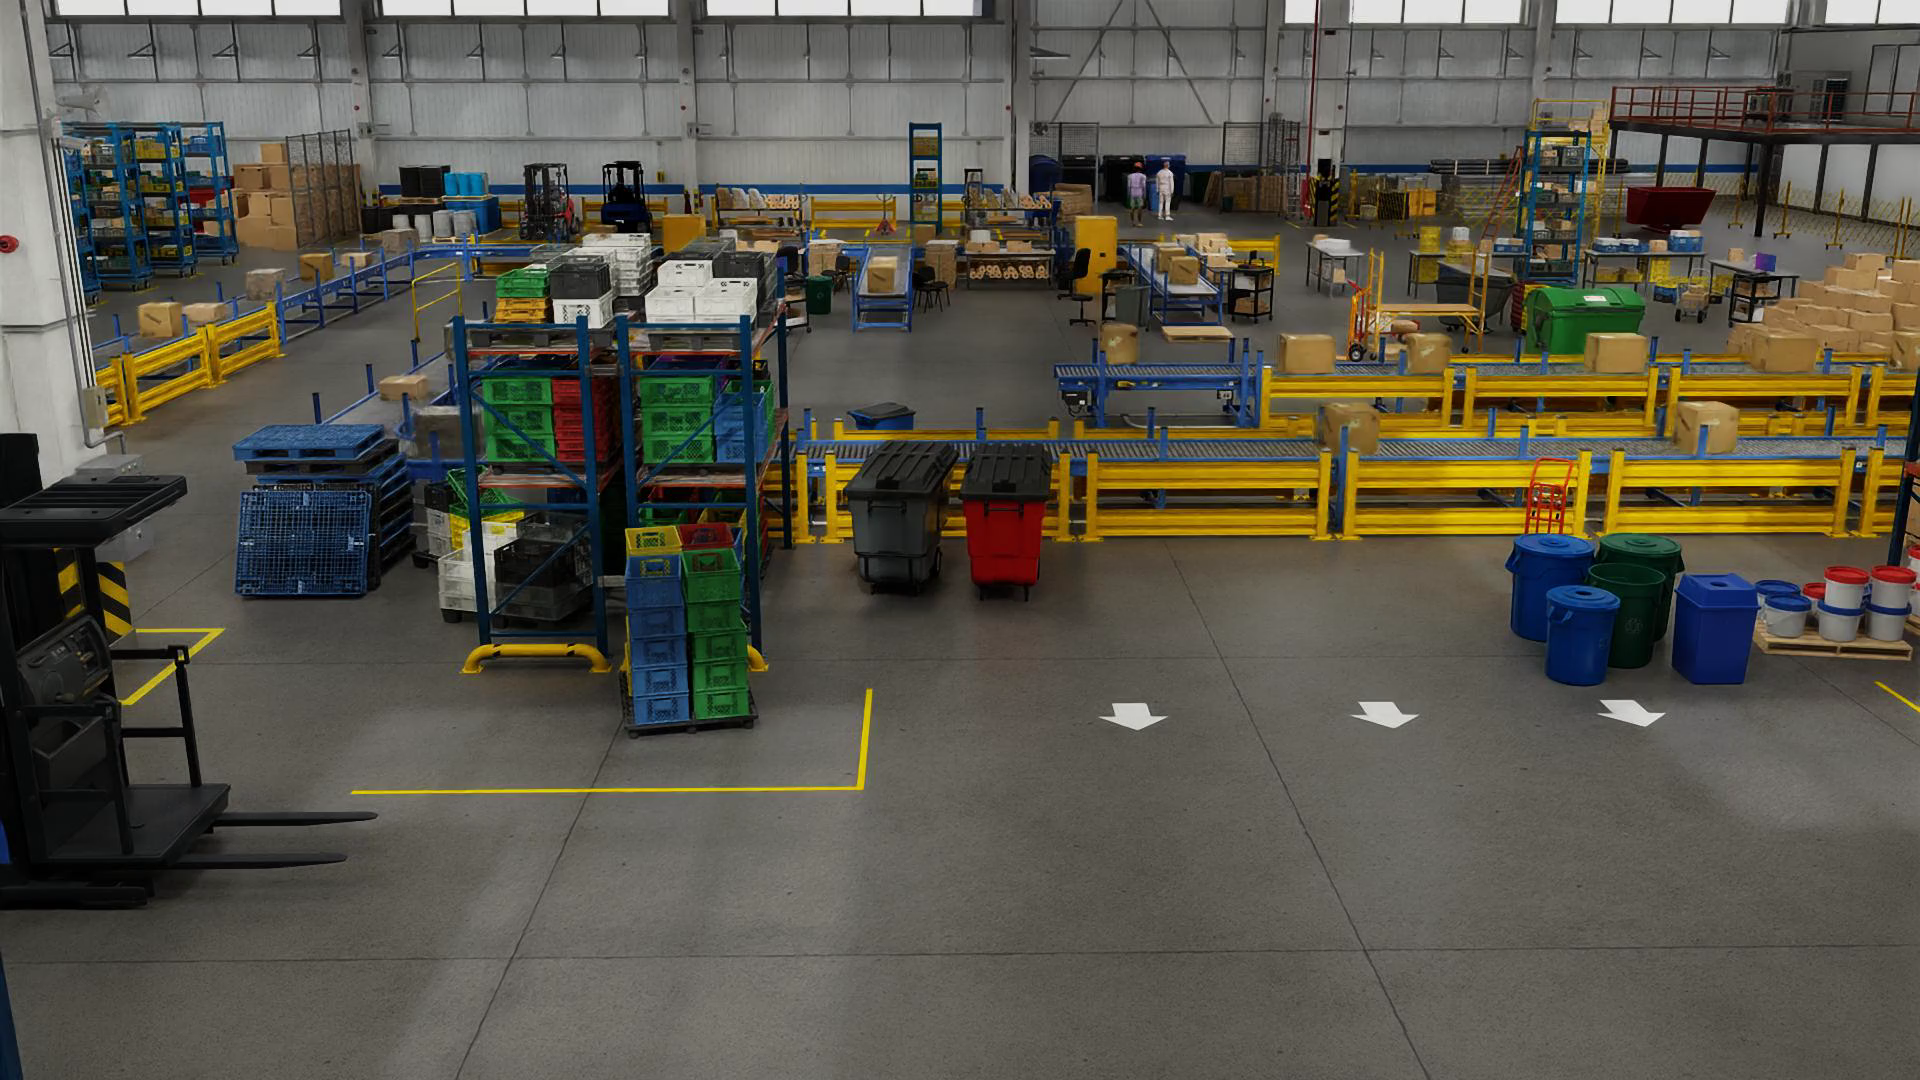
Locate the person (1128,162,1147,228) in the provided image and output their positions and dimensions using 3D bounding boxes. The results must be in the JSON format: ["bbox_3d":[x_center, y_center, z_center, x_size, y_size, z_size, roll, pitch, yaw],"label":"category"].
[{"bbox_3d":[5.597,-10.859,52.342,0.610,2.033,0.398,8,18,27],"label":"person"}]

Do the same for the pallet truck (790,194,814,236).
[{"bbox_3d":[-4.814,-9.883,50.259,0.704,1.261,1.522,-1,16,-3],"label":"pallet truck"}]

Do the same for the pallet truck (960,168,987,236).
[{"bbox_3d":[0.383,-10.230,50.206,0.823,1.965,1.885,-1,16,-3],"label":"pallet truck"}]

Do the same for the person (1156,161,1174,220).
[{"bbox_3d":[6.777,-11.494,54.763,0.652,1.906,0.402,13,21,38],"label":"person"}]

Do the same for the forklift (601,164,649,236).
[{"bbox_3d":[-9.948,-10.127,49.296,1.157,1.987,2.680,-1,16,-3],"label":"forklift"}]

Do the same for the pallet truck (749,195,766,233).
[{"bbox_3d":[-6.051,-9.967,50.660,0.680,1.201,1.601,0,16,-1],"label":"pallet truck"}]

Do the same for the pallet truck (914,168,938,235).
[{"bbox_3d":[-0.989,-10.316,50.507,0.823,1.965,1.885,1,16,3],"label":"pallet truck"}]

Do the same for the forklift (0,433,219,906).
[{"bbox_3d":[-5.952,0.780,10.366,1.873,2.768,1.129,0,16,-1],"label":"forklift"}]

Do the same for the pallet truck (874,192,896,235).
[{"bbox_3d":[-2.277,-9.986,50.594,0.653,1.274,1.630,0,16,-1],"label":"pallet truck"}]

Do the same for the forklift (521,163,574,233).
[{"bbox_3d":[-12.233,-10.122,49.298,1.157,1.987,2.680,0,16,-1],"label":"forklift"}]
